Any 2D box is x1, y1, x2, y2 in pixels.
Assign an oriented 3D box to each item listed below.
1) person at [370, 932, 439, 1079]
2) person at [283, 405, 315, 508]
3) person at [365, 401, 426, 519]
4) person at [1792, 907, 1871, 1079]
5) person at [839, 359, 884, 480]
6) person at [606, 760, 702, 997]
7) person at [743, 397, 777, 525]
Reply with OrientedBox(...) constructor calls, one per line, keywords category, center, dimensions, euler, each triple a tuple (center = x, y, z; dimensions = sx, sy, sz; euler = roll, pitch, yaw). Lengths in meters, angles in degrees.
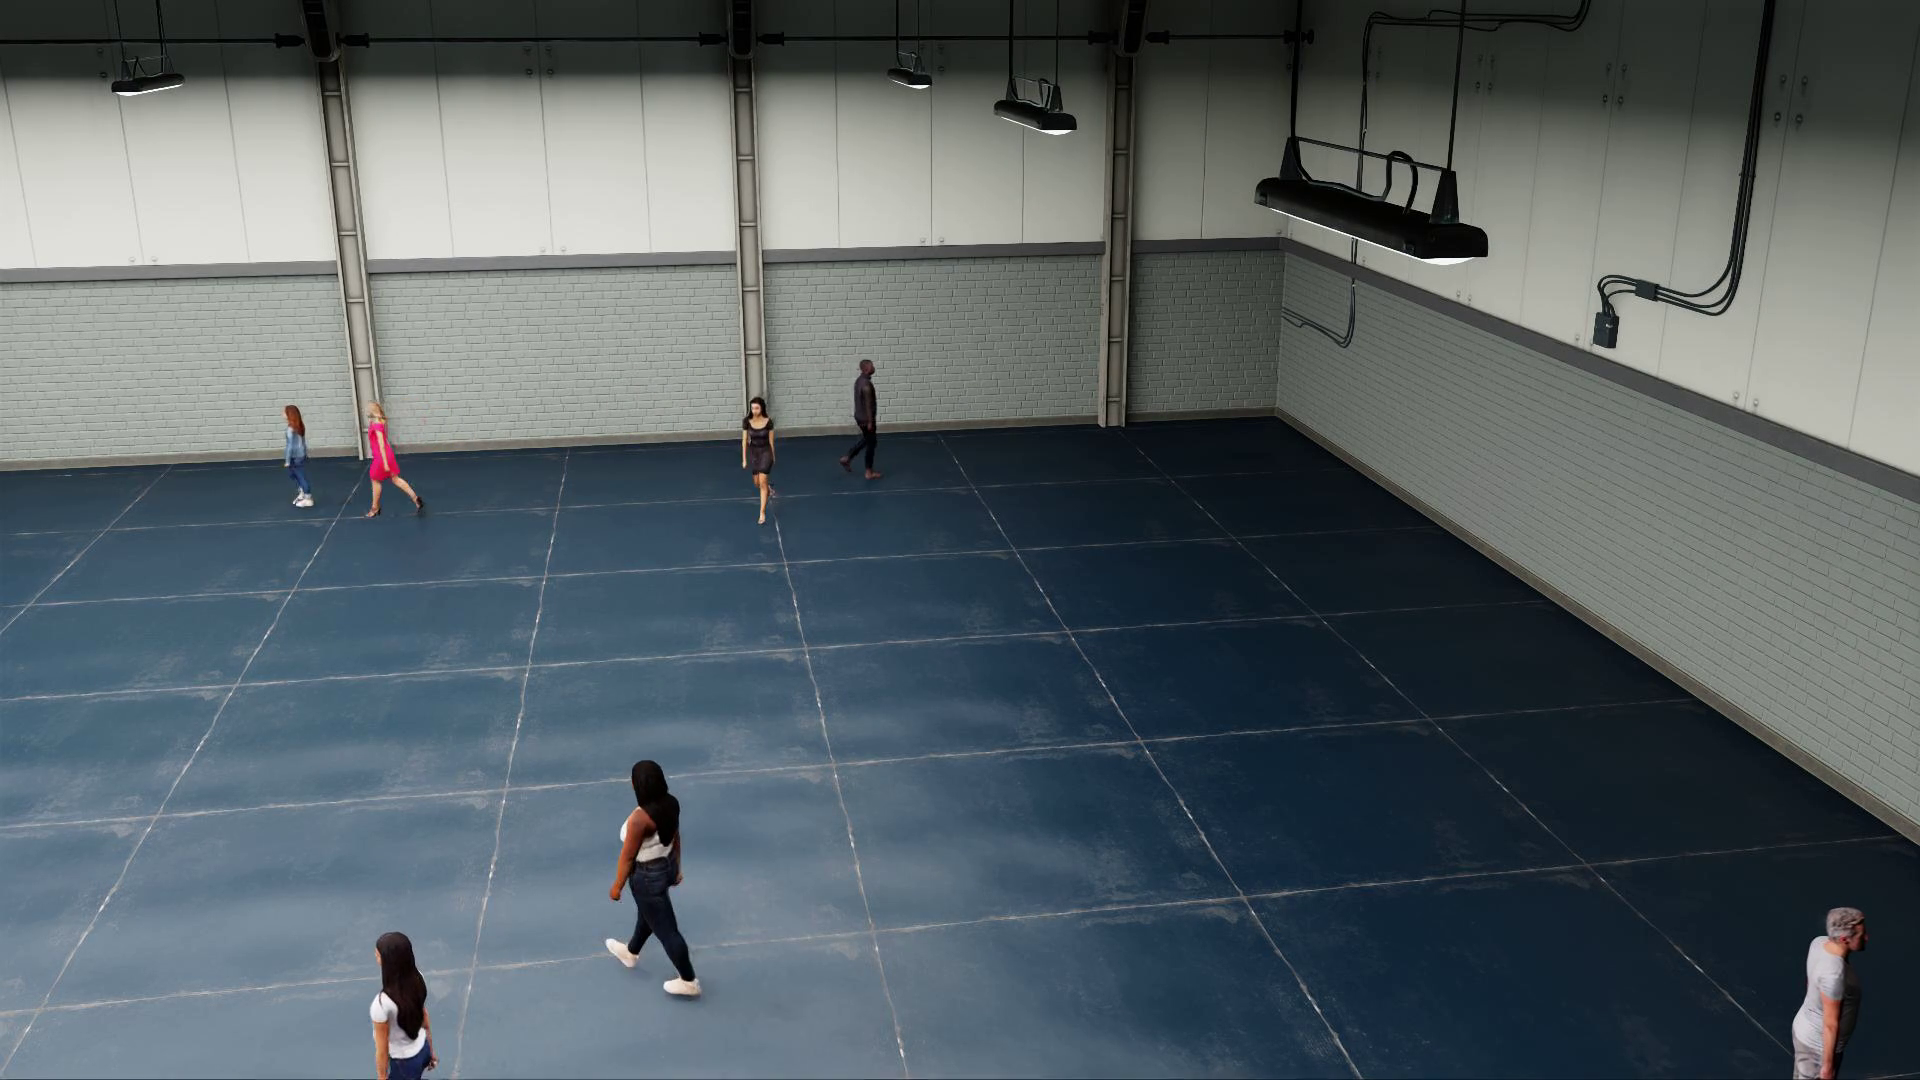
OrientedBox(category="person", center=(-3.155, 3.124, 9.788), dimensions=(1.186, 1.744, 0.855), euler=(3, 18, 8))
OrientedBox(category="person", center=(-9.268, -1.182, 23.454), dimensions=(0.575, 1.469, 0.620), euler=(-1, 18, -3))
OrientedBox(category="person", center=(-7.834, -1.097, 22.868), dimensions=(1.017, 1.670, 0.630), euler=(-2, 18, -5))
OrientedBox(category="person", center=(5.160, 3.010, 10.001), dimensions=(0.735, 1.828, 0.768), euler=(6, 19, 18))
OrientedBox(category="person", center=(-1.481, -1.791, 24.752), dimensions=(0.923, 1.825, 0.767), euler=(-5, 19, -16))
OrientedBox(category="person", center=(-2.089, 2.448, 11.828), dimensions=(1.213, 1.765, 1.050), euler=(8, 20, 22))
OrientedBox(category="person", center=(-2.681, -1.114, 22.790), dimensions=(1.046, 1.751, 0.906), euler=(3, 18, 9))
